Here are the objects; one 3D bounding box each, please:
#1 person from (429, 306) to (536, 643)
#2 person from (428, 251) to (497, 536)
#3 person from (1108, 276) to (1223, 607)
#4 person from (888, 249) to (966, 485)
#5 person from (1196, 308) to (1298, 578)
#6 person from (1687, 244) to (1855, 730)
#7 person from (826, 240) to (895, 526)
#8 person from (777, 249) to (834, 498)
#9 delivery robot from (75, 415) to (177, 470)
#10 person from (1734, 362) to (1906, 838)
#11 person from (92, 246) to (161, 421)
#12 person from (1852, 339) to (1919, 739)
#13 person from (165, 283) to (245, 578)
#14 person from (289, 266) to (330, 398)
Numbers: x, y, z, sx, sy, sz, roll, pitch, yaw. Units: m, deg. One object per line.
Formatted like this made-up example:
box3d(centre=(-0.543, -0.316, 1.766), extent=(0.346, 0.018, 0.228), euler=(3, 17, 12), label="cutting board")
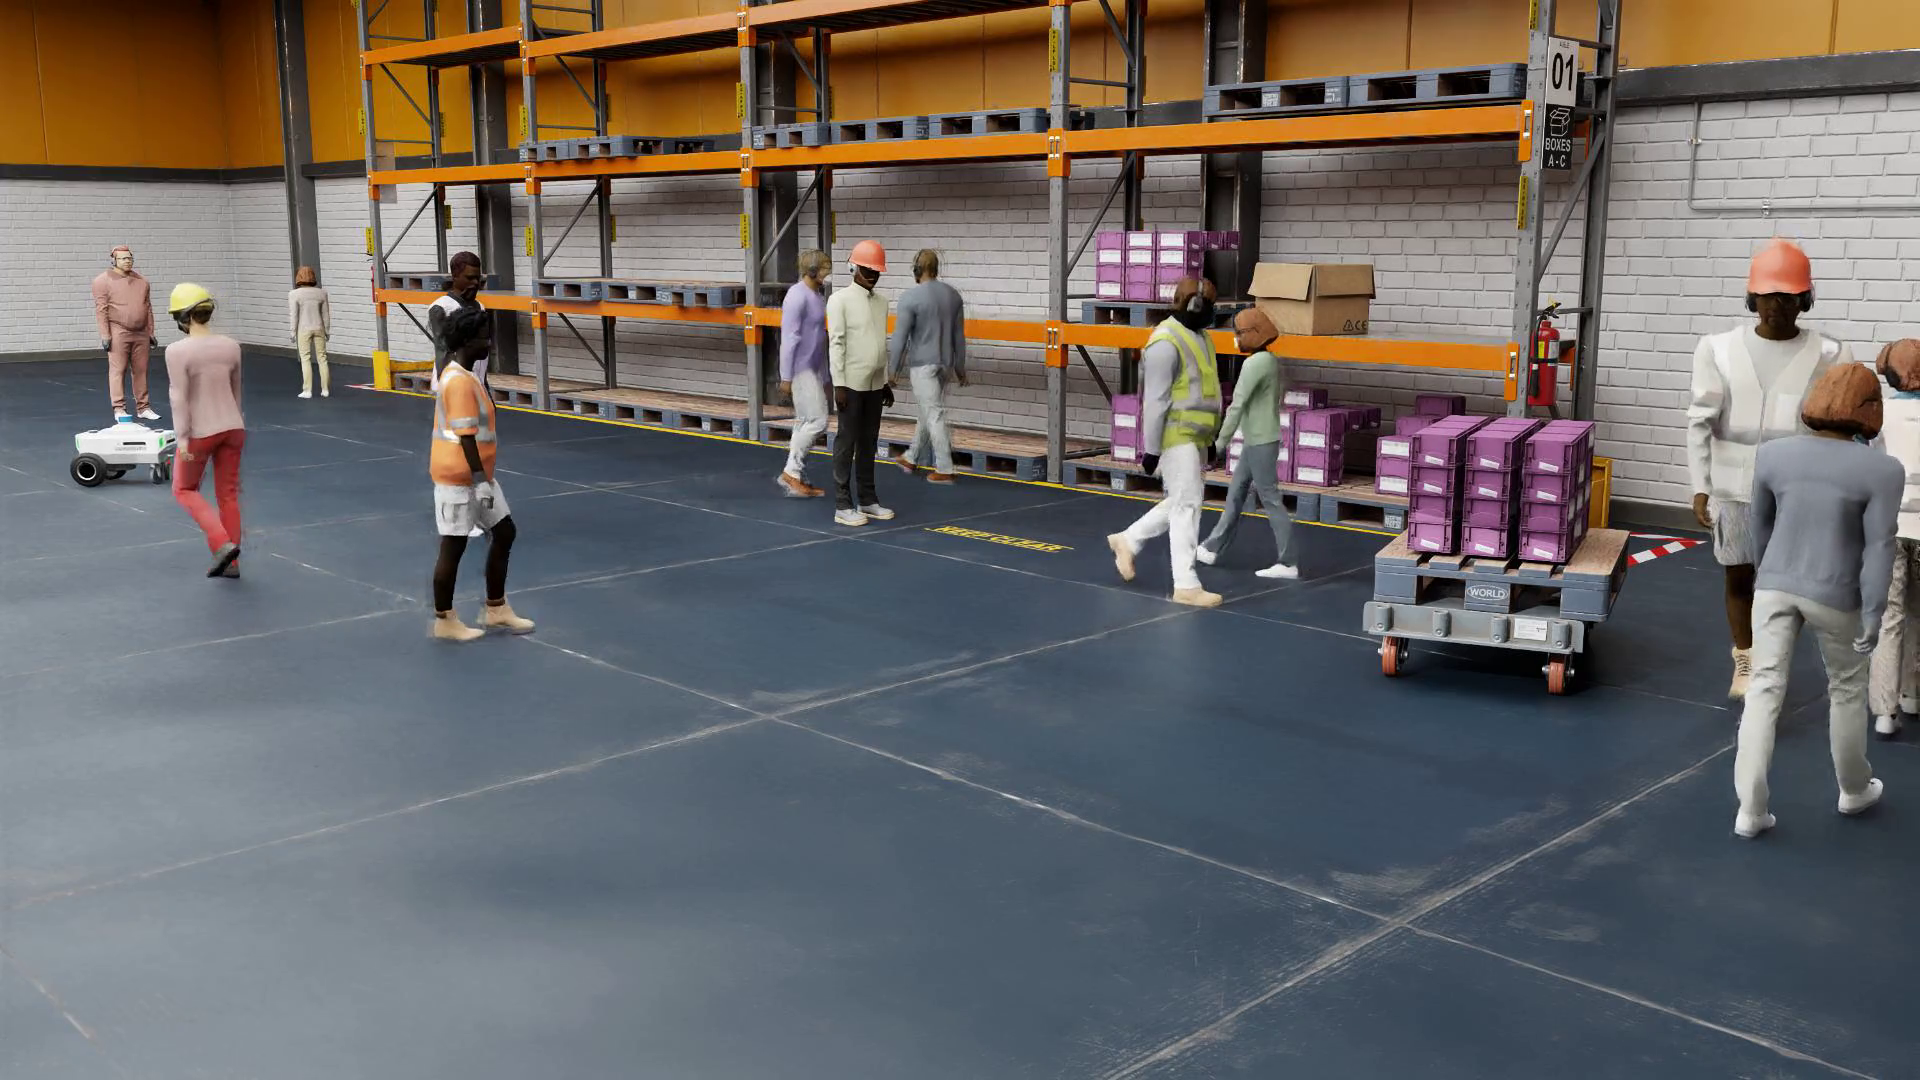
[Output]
box3d(centre=(-2.360, -0.312, 8.223), extent=(0.624, 1.669, 0.545), euler=(-1, 10, -8), label="person")
box3d(centre=(-3.375, -0.993, 11.310), extent=(0.390, 1.914, 0.587), euler=(2, 11, 11), label="person")
box3d(centre=(1.165, -0.565, 9.269), extent=(0.704, 1.807, 0.647), euler=(5, 12, 26), label="person")
box3d(centre=(-0.346, -1.422, 13.676), extent=(0.661, 1.897, 0.957), euler=(-10, 14, -43), label="person")
box3d(centre=(1.664, -0.570, 9.887), extent=(0.821, 1.592, 0.493), euler=(4, 11, 20), label="person")
box3d(centre=(3.324, -0.217, 6.899), extent=(0.600, 1.983, 1.029), euler=(6, 12, 31), label="person")
box3d(centre=(-0.679, -1.104, 11.716), extent=(0.397, 1.984, 0.608), euler=(7, 13, 35), label="person")
box3d(centre=(-1.160, -1.259, 12.732), extent=(0.429, 1.916, 0.649), euler=(2, 11, 11), label="person")
box3d(centre=(-6.800, -0.778, 13.584), extent=(0.707, 0.478, 0.477), euler=(-1, 10, -4), label="delivery robot")
box3d(centre=(2.943, 0.197, 5.679), extent=(0.801, 1.596, 0.516), euler=(-10, 14, -42), label="person")
box3d(centre=(-9.065, -2.243, 18.141), extent=(0.407, 1.908, 0.641), euler=(6, 12, 30), label="person")
box3d(centre=(3.876, -0.019, 6.839), extent=(0.546, 1.597, 0.702), euler=(5, 12, 25), label="person")
box3d(centre=(-4.400, -0.623, 9.737), extent=(0.398, 1.748, 0.522), euler=(6, 12, 29), label="person")
box3d(centre=(-8.129, -2.595, 20.806), extent=(0.276, 1.633, 0.507), euler=(10, 15, 44), label="person")
